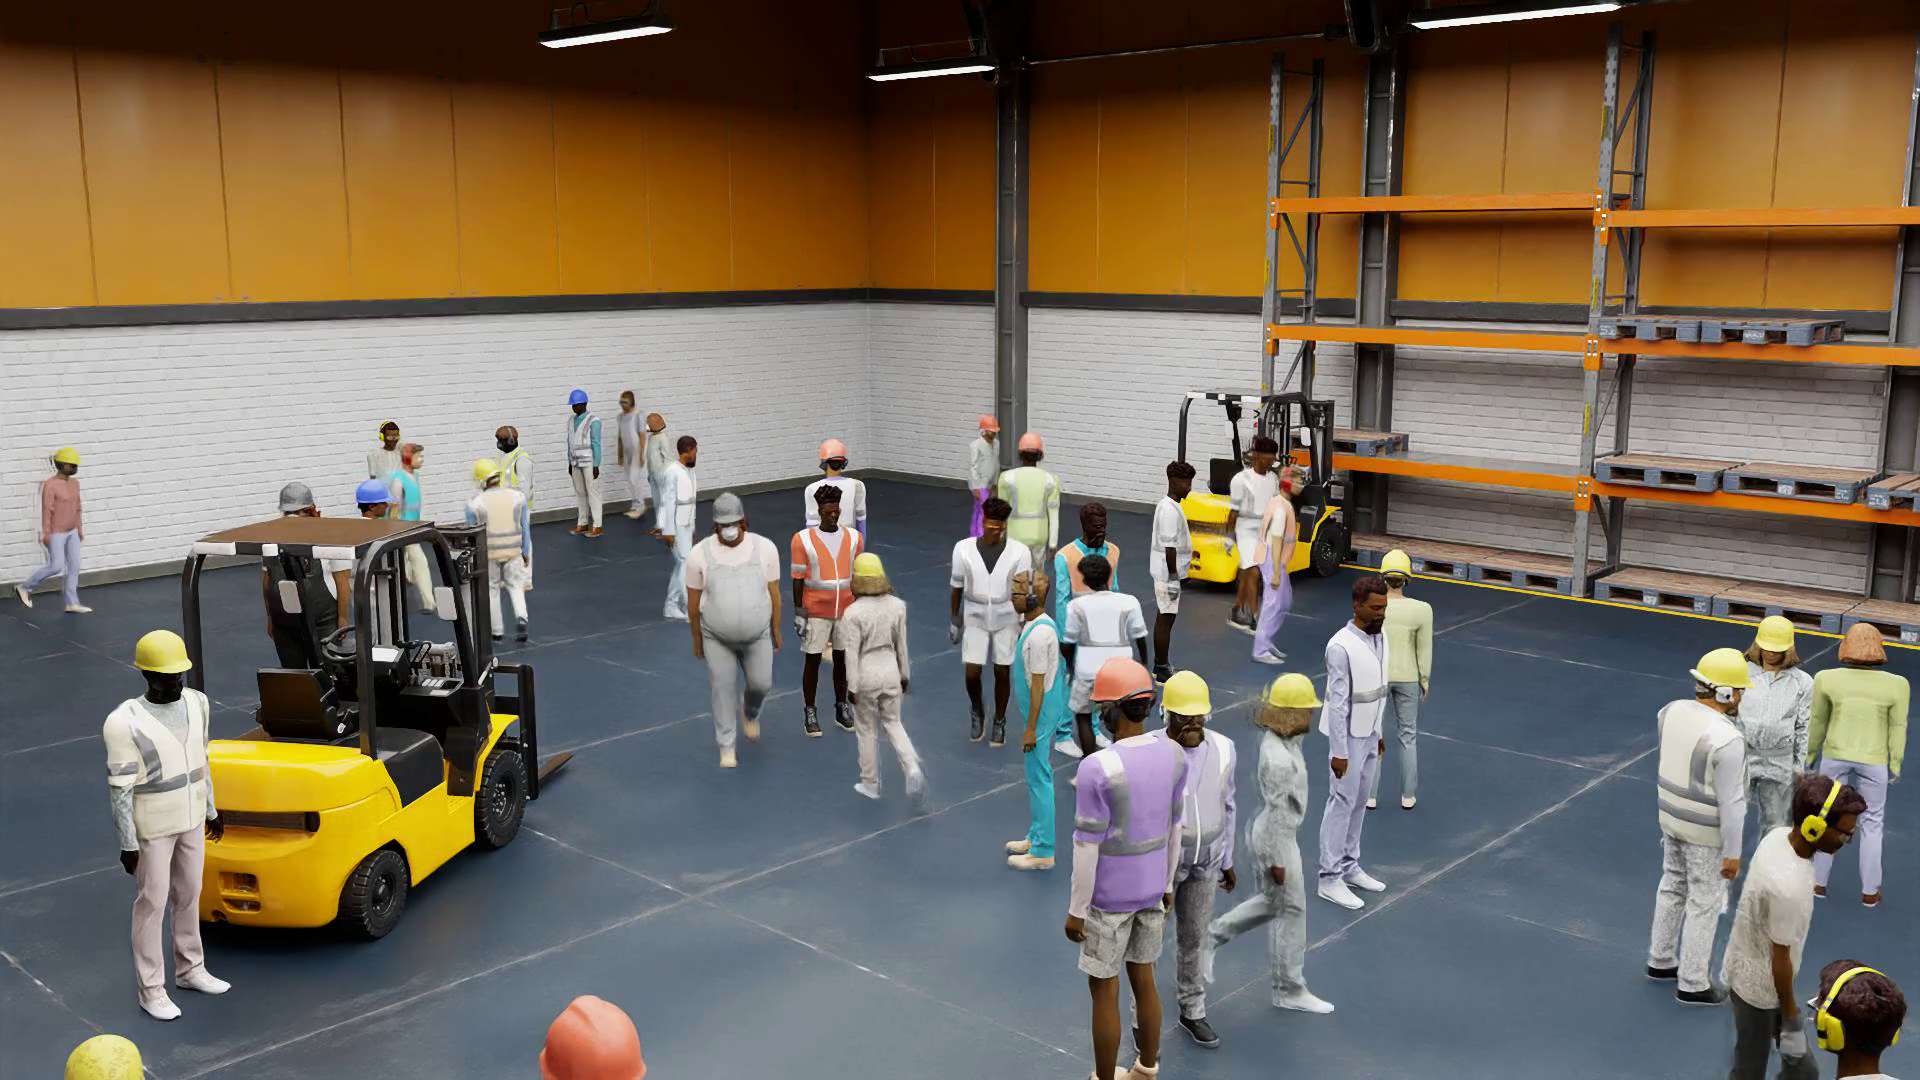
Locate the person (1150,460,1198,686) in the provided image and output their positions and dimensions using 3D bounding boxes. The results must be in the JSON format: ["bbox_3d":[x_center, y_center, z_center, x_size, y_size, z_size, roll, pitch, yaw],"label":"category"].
[{"bbox_3d":[1.835,0.282,14.373,0.391,1.957,0.608,1,10,5],"label":"person"}]

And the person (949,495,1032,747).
[{"bbox_3d":[0.235,0.617,12.532,0.641,1.930,0.451,1,10,5],"label":"person"}]

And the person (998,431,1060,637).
[{"bbox_3d":[0.662,-0.026,15.950,0.607,2.025,0.826,-1,10,-8],"label":"person"}]

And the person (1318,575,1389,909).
[{"bbox_3d":[2.276,1.138,9.615,0.370,1.915,0.597,7,12,36],"label":"person"}]

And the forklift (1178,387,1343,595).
[{"bbox_3d":[3.298,-0.608,18.767,1.214,2.155,2.313,9,13,42],"label":"forklift"}]

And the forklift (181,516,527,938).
[{"bbox_3d":[-3.583,0.976,9.748,1.214,2.155,2.313,2,10,11],"label":"forklift"}]

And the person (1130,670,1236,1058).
[{"bbox_3d":[1.034,1.500,7.791,0.591,1.834,0.404,-3,10,-17],"label":"person"}]

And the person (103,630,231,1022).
[{"bbox_3d":[-3.886,1.381,8.208,0.382,1.924,0.594,4,11,21],"label":"person"}]

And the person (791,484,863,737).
[{"bbox_3d":[-1.015,0.536,12.904,0.603,1.966,0.368,-5,11,-27],"label":"person"}]

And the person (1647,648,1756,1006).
[{"bbox_3d":[3.695,1.425,8.282,0.403,1.817,0.601,-2,10,-11],"label":"person"}]

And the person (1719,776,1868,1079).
[{"bbox_3d":[3.139,1.750,6.391,0.572,1.824,0.583,6,12,30],"label":"person"}]

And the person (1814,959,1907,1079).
[{"bbox_3d":[2.402,2.056,4.561,0.512,1.862,0.322,-1,10,-8],"label":"person"}]

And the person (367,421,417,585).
[{"bbox_3d":[-6.323,-0.396,18.525,0.510,1.860,0.333,-7,12,-36],"label":"person"}]

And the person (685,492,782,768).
[{"bbox_3d":[-1.657,0.625,12.185,0.694,2.000,0.636,-2,10,-12],"label":"person"}]

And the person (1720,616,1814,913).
[{"bbox_3d":[4.521,1.272,9.375,0.483,1.735,0.311,2,10,13],"label":"person"}]

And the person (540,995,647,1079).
[{"bbox_3d":[-0.891,2.076,4.207,0.545,1.942,0.350,-8,13,-38],"label":"person"}]

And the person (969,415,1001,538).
[{"bbox_3d":[0.318,-0.694,20.614,0.567,1.719,0.568,5,11,28],"label":"person"}]

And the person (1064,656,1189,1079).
[{"bbox_3d":[0.700,1.506,7.224,0.608,2.029,0.406,-8,13,-40],"label":"person"}]

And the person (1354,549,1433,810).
[{"bbox_3d":[2.890,0.940,11.176,0.534,1.767,0.318,1,10,4],"label":"person"}]

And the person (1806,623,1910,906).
[{"bbox_3d":[5.170,1.288,9.626,0.507,1.622,0.331,6,11,29],"label":"person"}]

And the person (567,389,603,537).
[{"bbox_3d":[-4.935,-1.009,21.786,0.610,1.938,0.412,8,13,38],"label":"person"}]

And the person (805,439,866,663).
[{"bbox_3d":[-1.152,0.099,15.173,0.615,2.041,0.385,-6,12,-32],"label":"person"}]

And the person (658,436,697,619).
[{"bbox_3d":[-2.741,-0.113,16.892,0.653,1.876,0.657,3,10,14],"label":"person"}]

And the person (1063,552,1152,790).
[{"bbox_3d":[1.023,0.927,11.511,0.626,1.682,0.330,1,10,4],"label":"person"}]

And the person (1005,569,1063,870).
[{"bbox_3d":[0.455,1.085,10.163,0.351,1.842,0.508,0,10,3],"label":"person"}]

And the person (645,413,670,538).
[{"bbox_3d":[-3.944,-0.845,21.712,0.270,1.632,0.504,-7,12,-36],"label":"person"}]

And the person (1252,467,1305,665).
[{"bbox_3d":[2.875,0.235,15.069,0.447,1.816,0.587,2,10,11],"label":"person"}]

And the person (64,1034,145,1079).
[{"bbox_3d":[-2.203,2.141,4.401,0.493,1.743,0.311,-8,13,-37],"label":"person"}]

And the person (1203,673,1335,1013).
[{"bbox_3d":[1.503,1.485,8.220,0.671,1.721,0.492,2,10,12],"label":"person"}]

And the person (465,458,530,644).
[{"bbox_3d":[-4.356,0.120,15.712,0.611,1.808,0.588,-6,12,-32],"label":"person"}]

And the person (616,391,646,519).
[{"bbox_3d":[-4.517,-1.183,23.120,0.590,1.806,0.518,7,12,35],"label":"person"}]

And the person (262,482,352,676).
[{"bbox_3d":[-4.968,0.554,12.589,0.681,2.000,0.535,1,10,4],"label":"person"}]

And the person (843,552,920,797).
[{"bbox_3d":[-0.541,0.945,11.260,0.500,1.721,0.577,-6,12,-32],"label":"person"}]

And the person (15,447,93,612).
[{"bbox_3d":[-9.339,-0.093,17.133,0.684,1.733,0.550,1,10,7],"label":"person"}]

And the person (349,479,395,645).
[{"bbox_3d":[-4.658,0.484,13.252,0.390,1.948,0.607,-7,12,-35],"label":"person"}]

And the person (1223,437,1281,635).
[{"bbox_3d":[2.951,-0.030,16.228,0.634,1.924,0.865,-7,12,-34],"label":"person"}]

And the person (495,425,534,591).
[{"bbox_3d":[-4.933,-0.352,18.360,0.429,1.833,0.634,-8,13,-38],"label":"person"}]

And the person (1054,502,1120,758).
[{"bbox_3d":[0.937,0.655,12.408,0.587,1.910,0.396,-8,13,-38],"label":"person"}]
